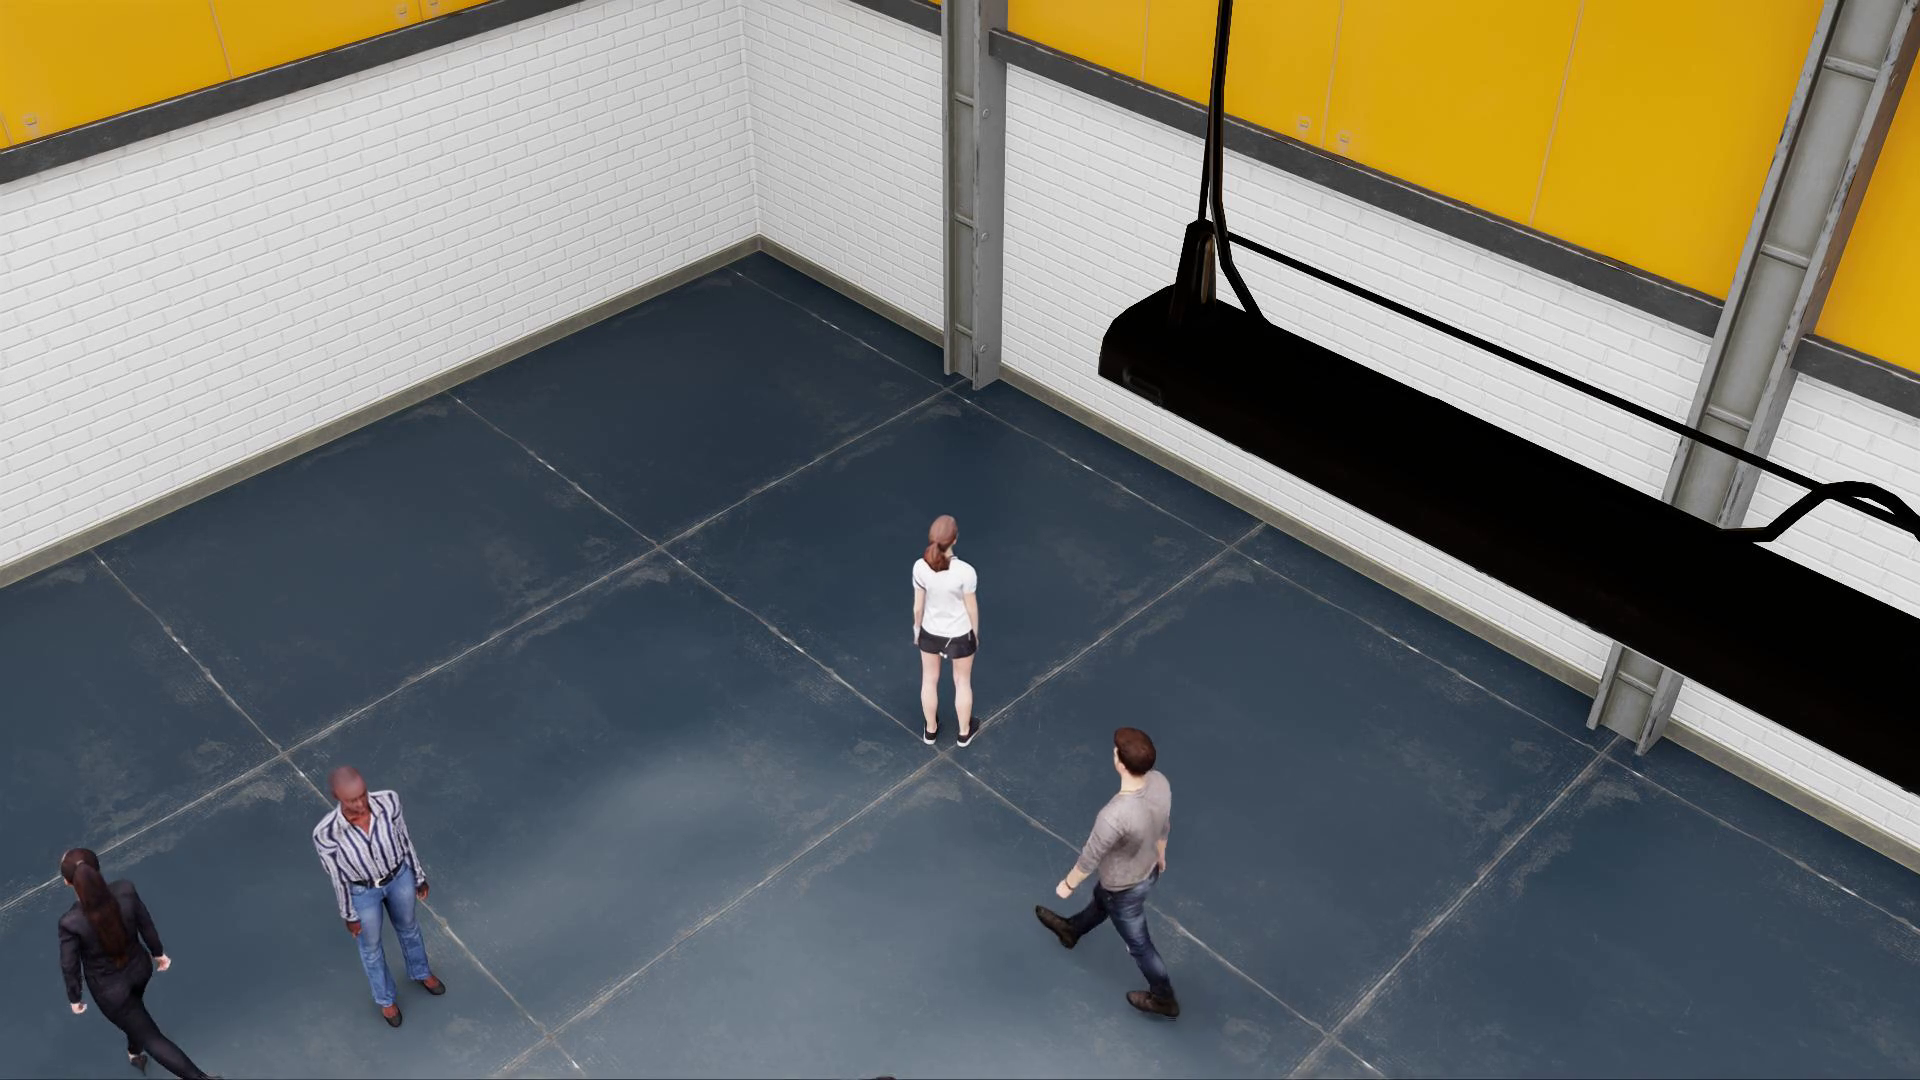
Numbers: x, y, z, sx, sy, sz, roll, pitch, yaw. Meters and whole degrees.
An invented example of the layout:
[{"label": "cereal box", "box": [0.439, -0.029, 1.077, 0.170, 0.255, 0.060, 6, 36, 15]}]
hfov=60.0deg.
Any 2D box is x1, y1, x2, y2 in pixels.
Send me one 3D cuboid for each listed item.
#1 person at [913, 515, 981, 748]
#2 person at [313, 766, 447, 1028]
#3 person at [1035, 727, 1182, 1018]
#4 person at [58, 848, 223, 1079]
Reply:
[{"label": "person", "box": [-0.089, 0.579, 10.286, 0.646, 1.752, 0.728, 7, 39, 9]}, {"label": "person", "box": [-3.043, 1.826, 8.690, 0.618, 1.796, 0.515, -31, 48, -33]}, {"label": "person", "box": [0.953, 1.813, 8.659, 1.278, 1.855, 0.862, 23, 44, 26]}, {"label": "person", "box": [-4.096, 2.231, 8.280, 1.103, 1.674, 0.771, 20, 43, 23]}]
